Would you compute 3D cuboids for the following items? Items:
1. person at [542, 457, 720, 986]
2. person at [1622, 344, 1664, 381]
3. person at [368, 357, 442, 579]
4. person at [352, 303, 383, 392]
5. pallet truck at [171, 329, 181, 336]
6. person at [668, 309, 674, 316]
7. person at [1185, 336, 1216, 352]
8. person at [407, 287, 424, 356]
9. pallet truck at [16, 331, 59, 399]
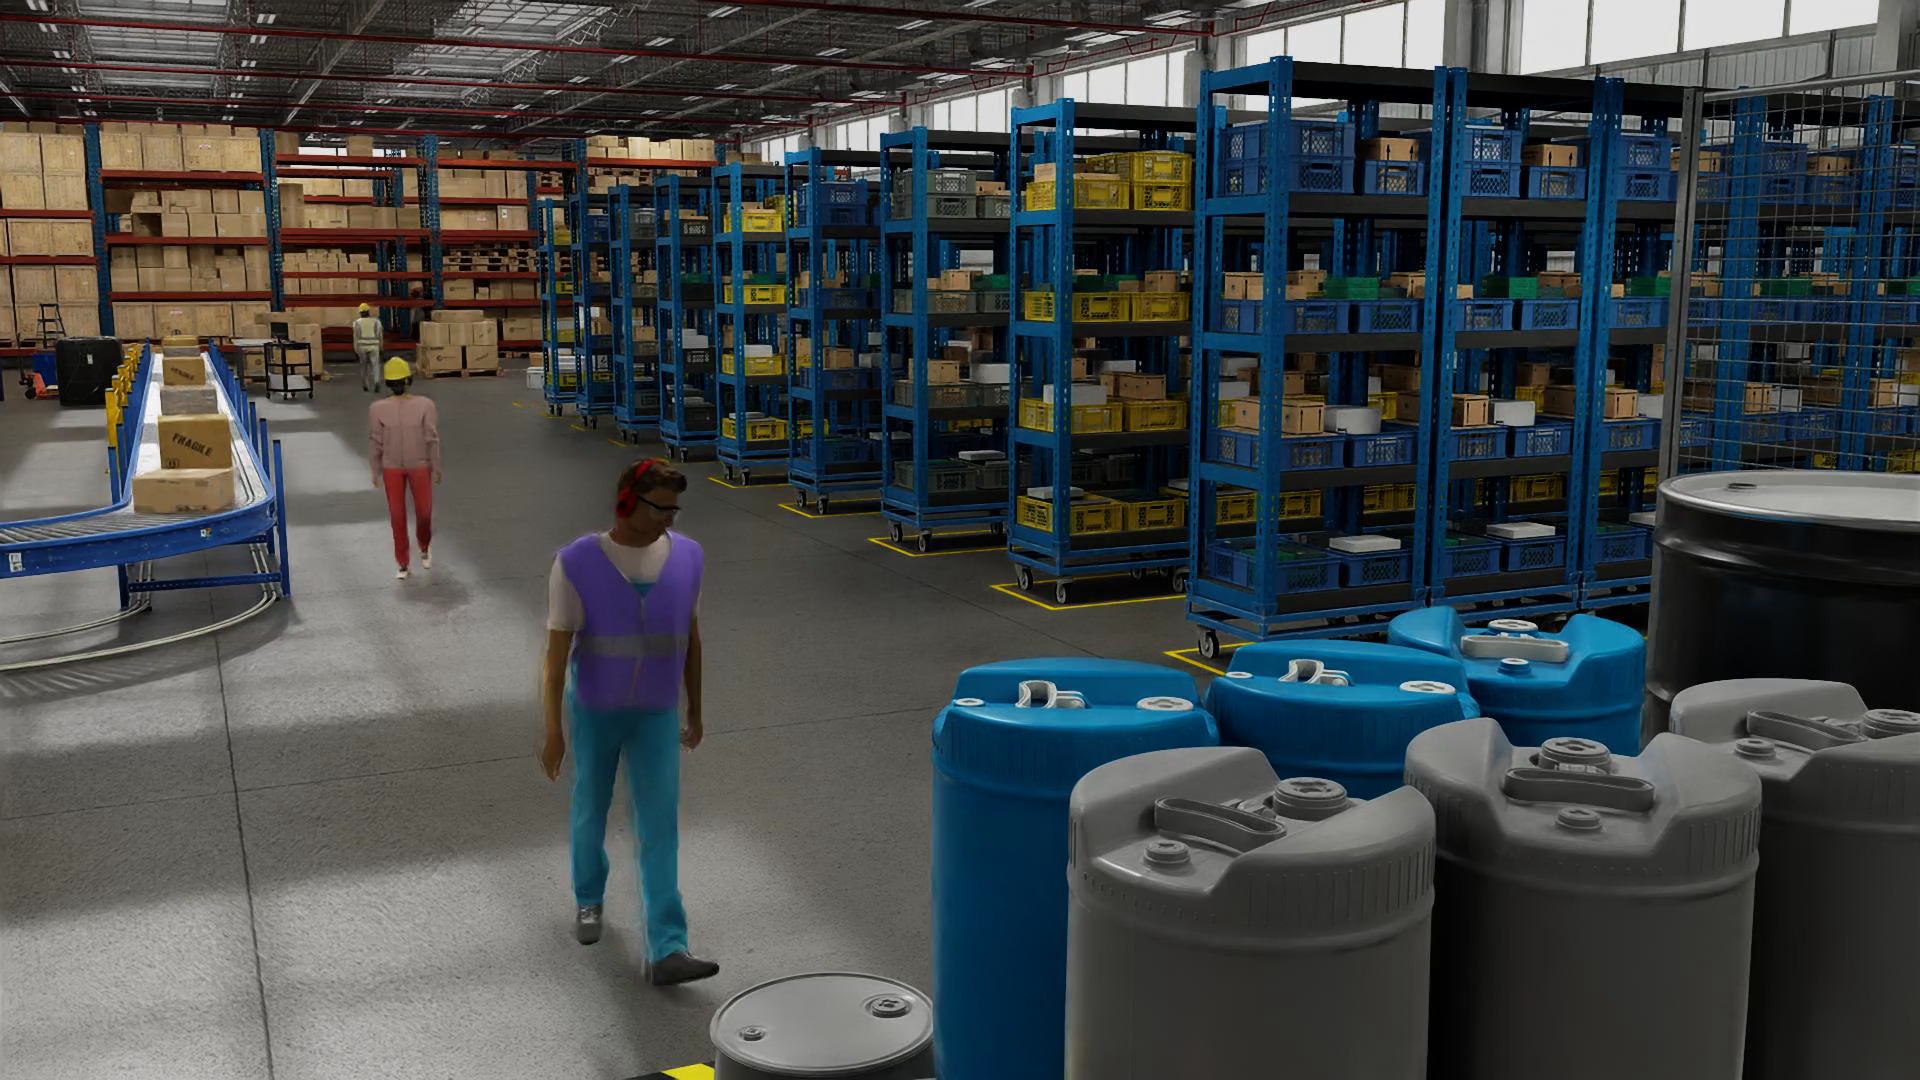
[{"bbox_3d":[-1.145,0.607,5.735,0.639,1.775,0.977,-5,11,-30],"label":"person"},{"bbox_3d":[6.289,-1.090,15.663,0.625,1.971,0.770,-2,9,-10],"label":"person"},{"bbox_3d":[-4.366,-0.566,13.088,0.543,1.751,0.402,-2,9,-13],"label":"person"},{"bbox_3d":[-11.846,-3.850,33.323,0.587,1.808,0.822,-4,10,-24],"label":"person"},{"bbox_3d":[-17.275,-3.851,35.096,1.601,1.201,0.680,0,9,1],"label":"pallet truck"},{"bbox_3d":[-8.342,-6.130,47.006,0.605,1.948,0.387,4,10,25],"label":"person"},{"bbox_3d":[3.357,-2.399,23.619,0.631,2.042,0.426,-5,11,-29],"label":"person"},{"bbox_3d":[-15.625,-6.244,47.642,0.746,1.964,0.637,-4,10,-24],"label":"person"},{"bbox_3d":[-17.082,-3.353,31.781,1.630,1.274,0.653,-4,10,-25],"label":"pallet truck"}]
